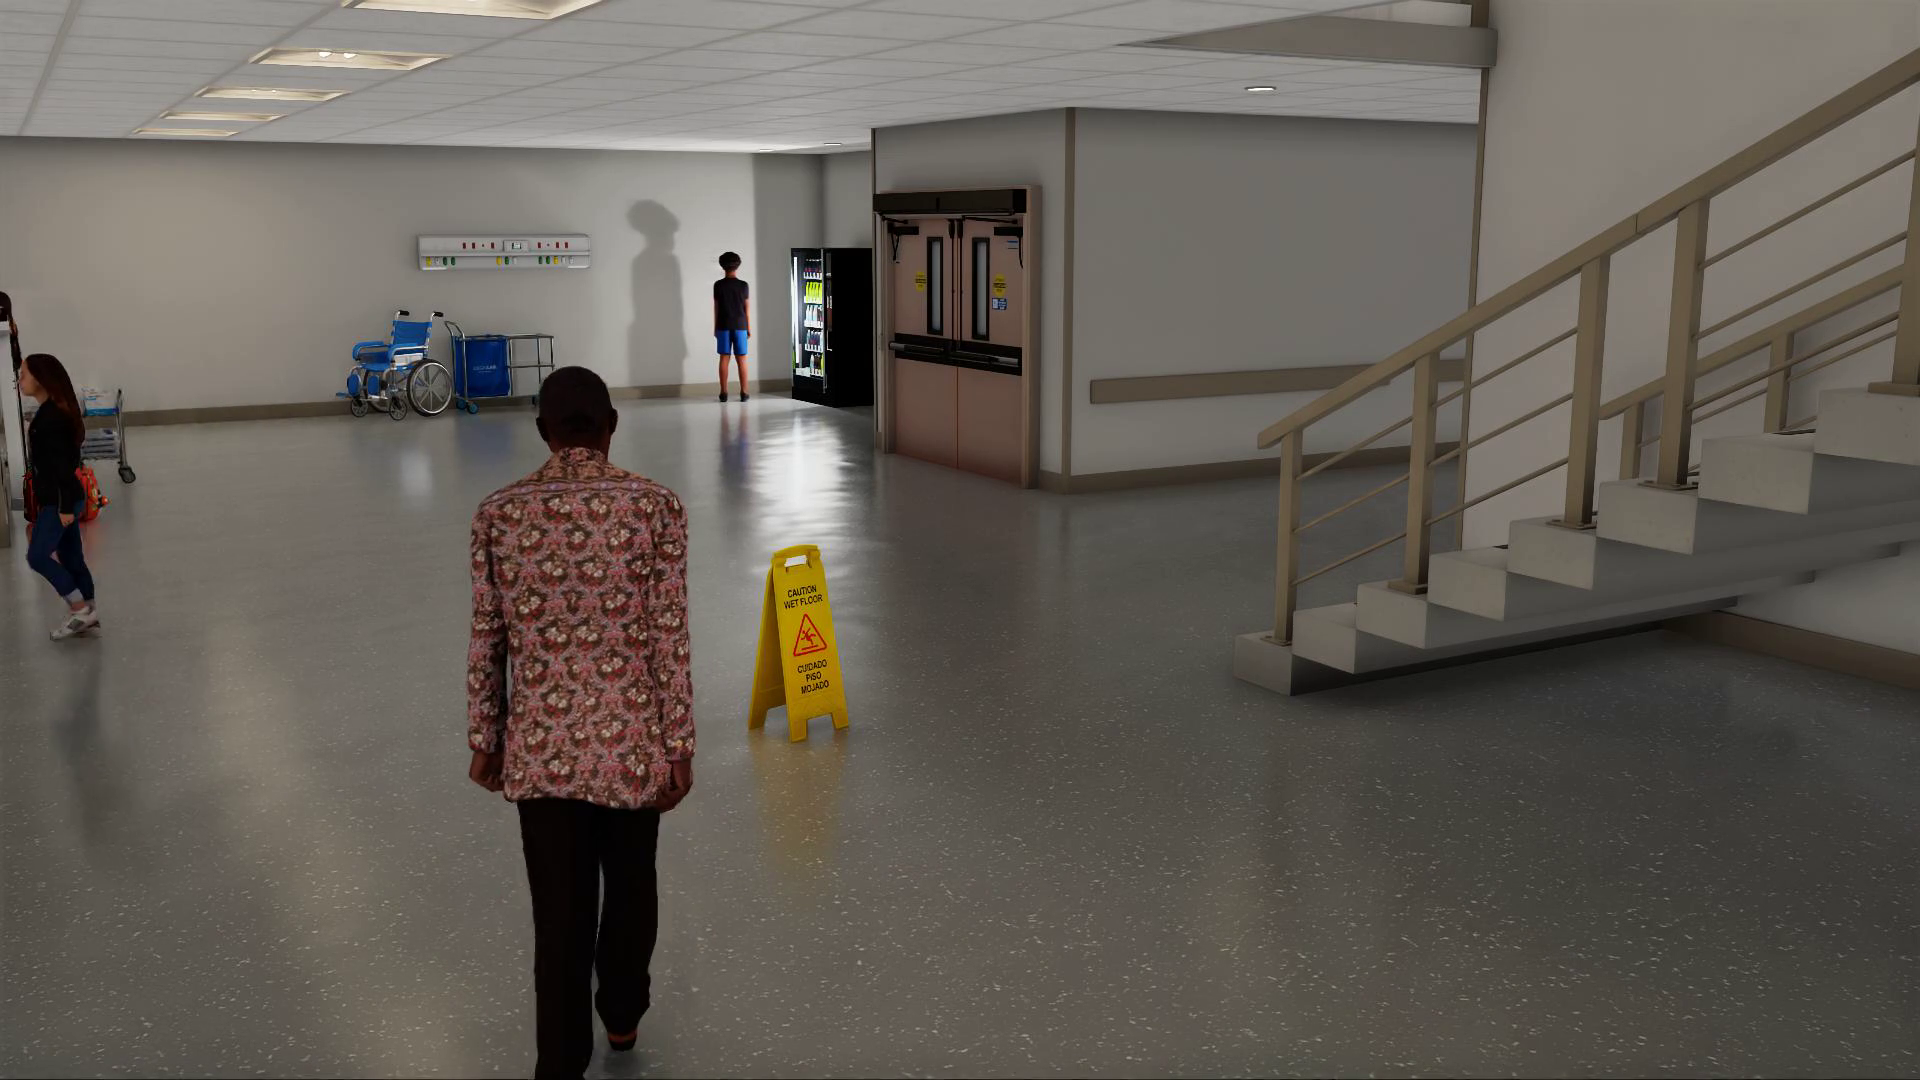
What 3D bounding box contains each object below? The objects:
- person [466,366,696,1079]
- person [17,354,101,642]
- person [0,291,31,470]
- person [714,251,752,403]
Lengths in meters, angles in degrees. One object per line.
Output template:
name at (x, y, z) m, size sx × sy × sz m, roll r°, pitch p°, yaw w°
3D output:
person at (-0.836, 0.534, 3.799) m, size 0.976 × 1.747 × 1.332 m, roll -2°, pitch 11°, yaw -9°
person at (-4.504, -0.213, 8.472) m, size 0.645 × 1.473 × 0.474 m, roll -6°, pitch 12°, yaw -27°
person at (-8.115, -1.369, 14.363) m, size 0.729 × 1.548 × 0.718 m, roll -2°, pitch 11°, yaw -8°
person at (-2.748, -2.576, 20.062) m, size 0.676 × 1.794 × 0.676 m, roll -1°, pitch 11°, yaw -6°
